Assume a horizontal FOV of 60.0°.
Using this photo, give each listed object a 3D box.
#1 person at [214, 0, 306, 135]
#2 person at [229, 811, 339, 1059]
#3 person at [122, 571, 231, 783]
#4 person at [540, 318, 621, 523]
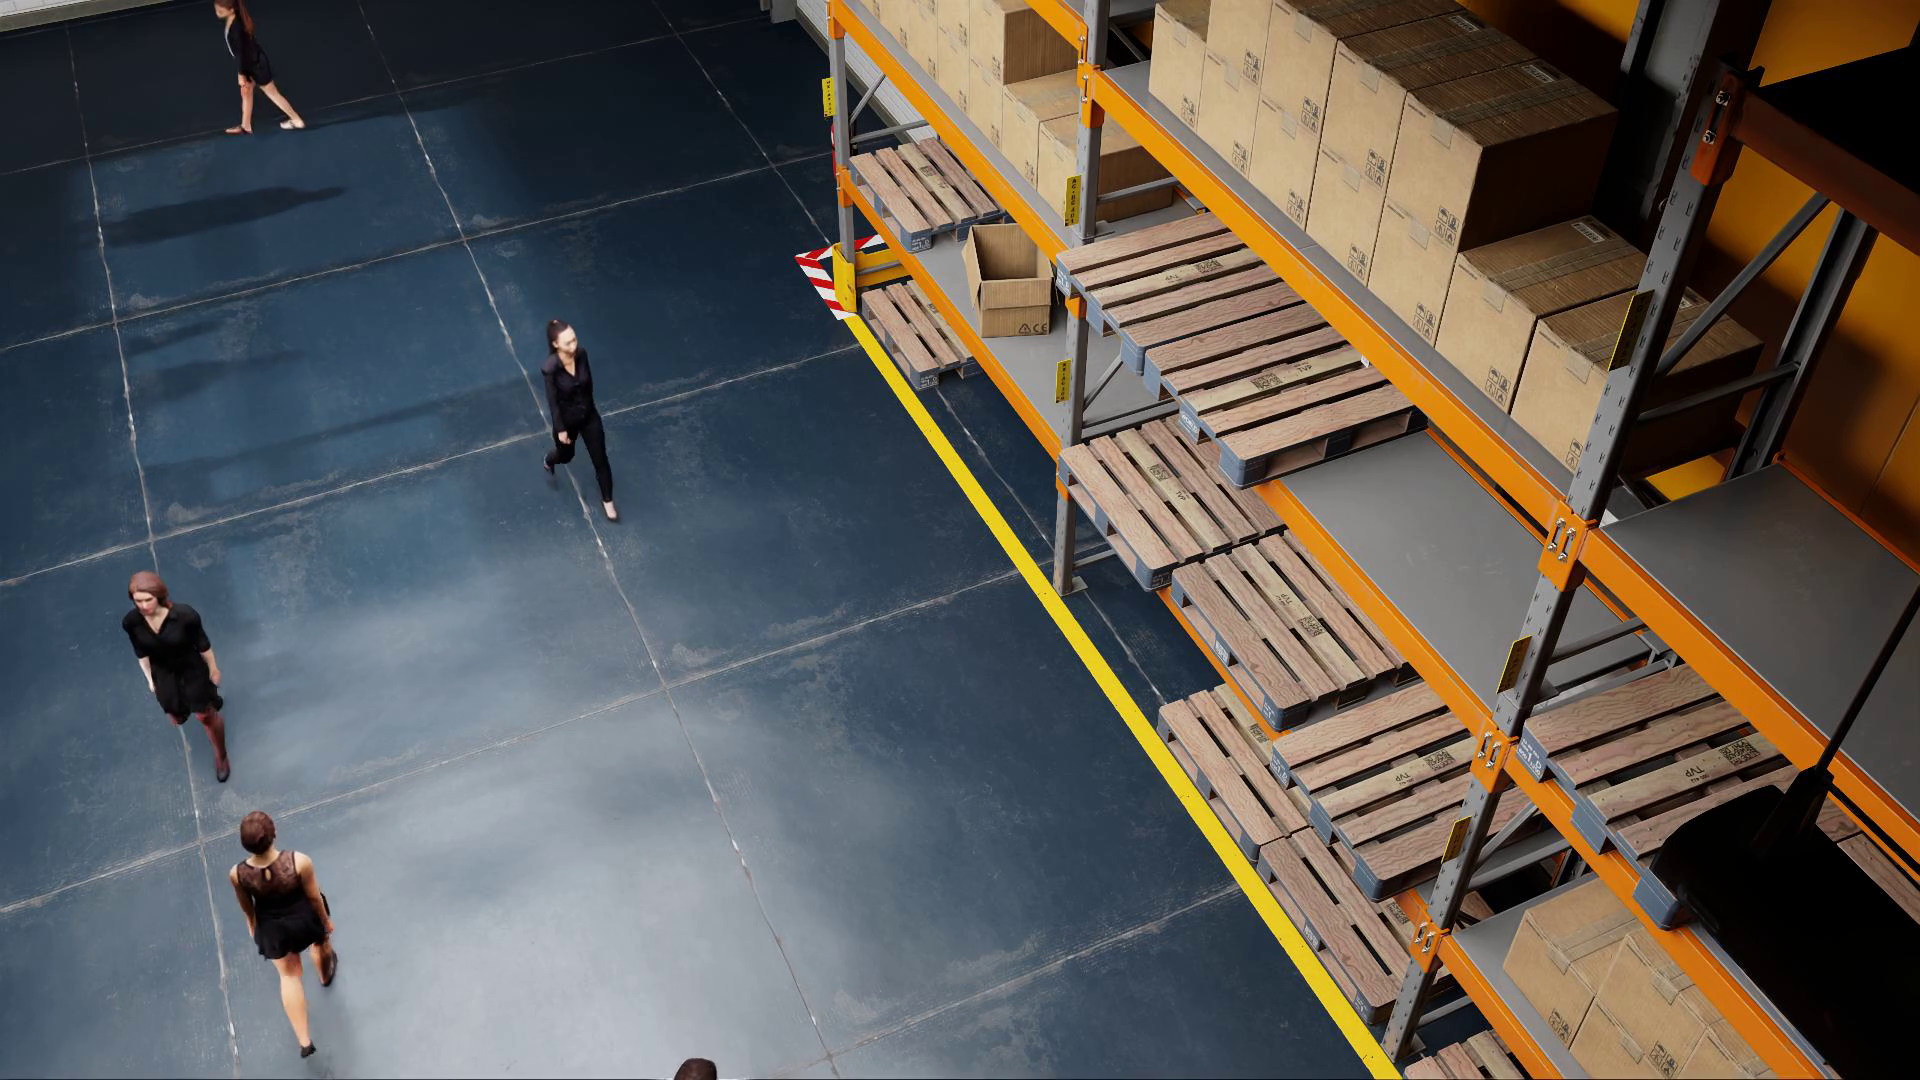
[{"bbox_3d":[-6.744,-4.596,16.022,0.692,1.512,0.909,-9,44,-9],"label":"person"},{"bbox_3d":[-3.587,2.101,8.887,0.717,1.657,1.063,-14,45,-14],"label":"person"},{"bbox_3d":[-4.783,0.773,10.257,0.735,1.691,0.889,-6,44,-6],"label":"person"},{"bbox_3d":[-2.830,-0.875,11.989,1.126,1.688,0.815,34,53,31],"label":"person"}]
